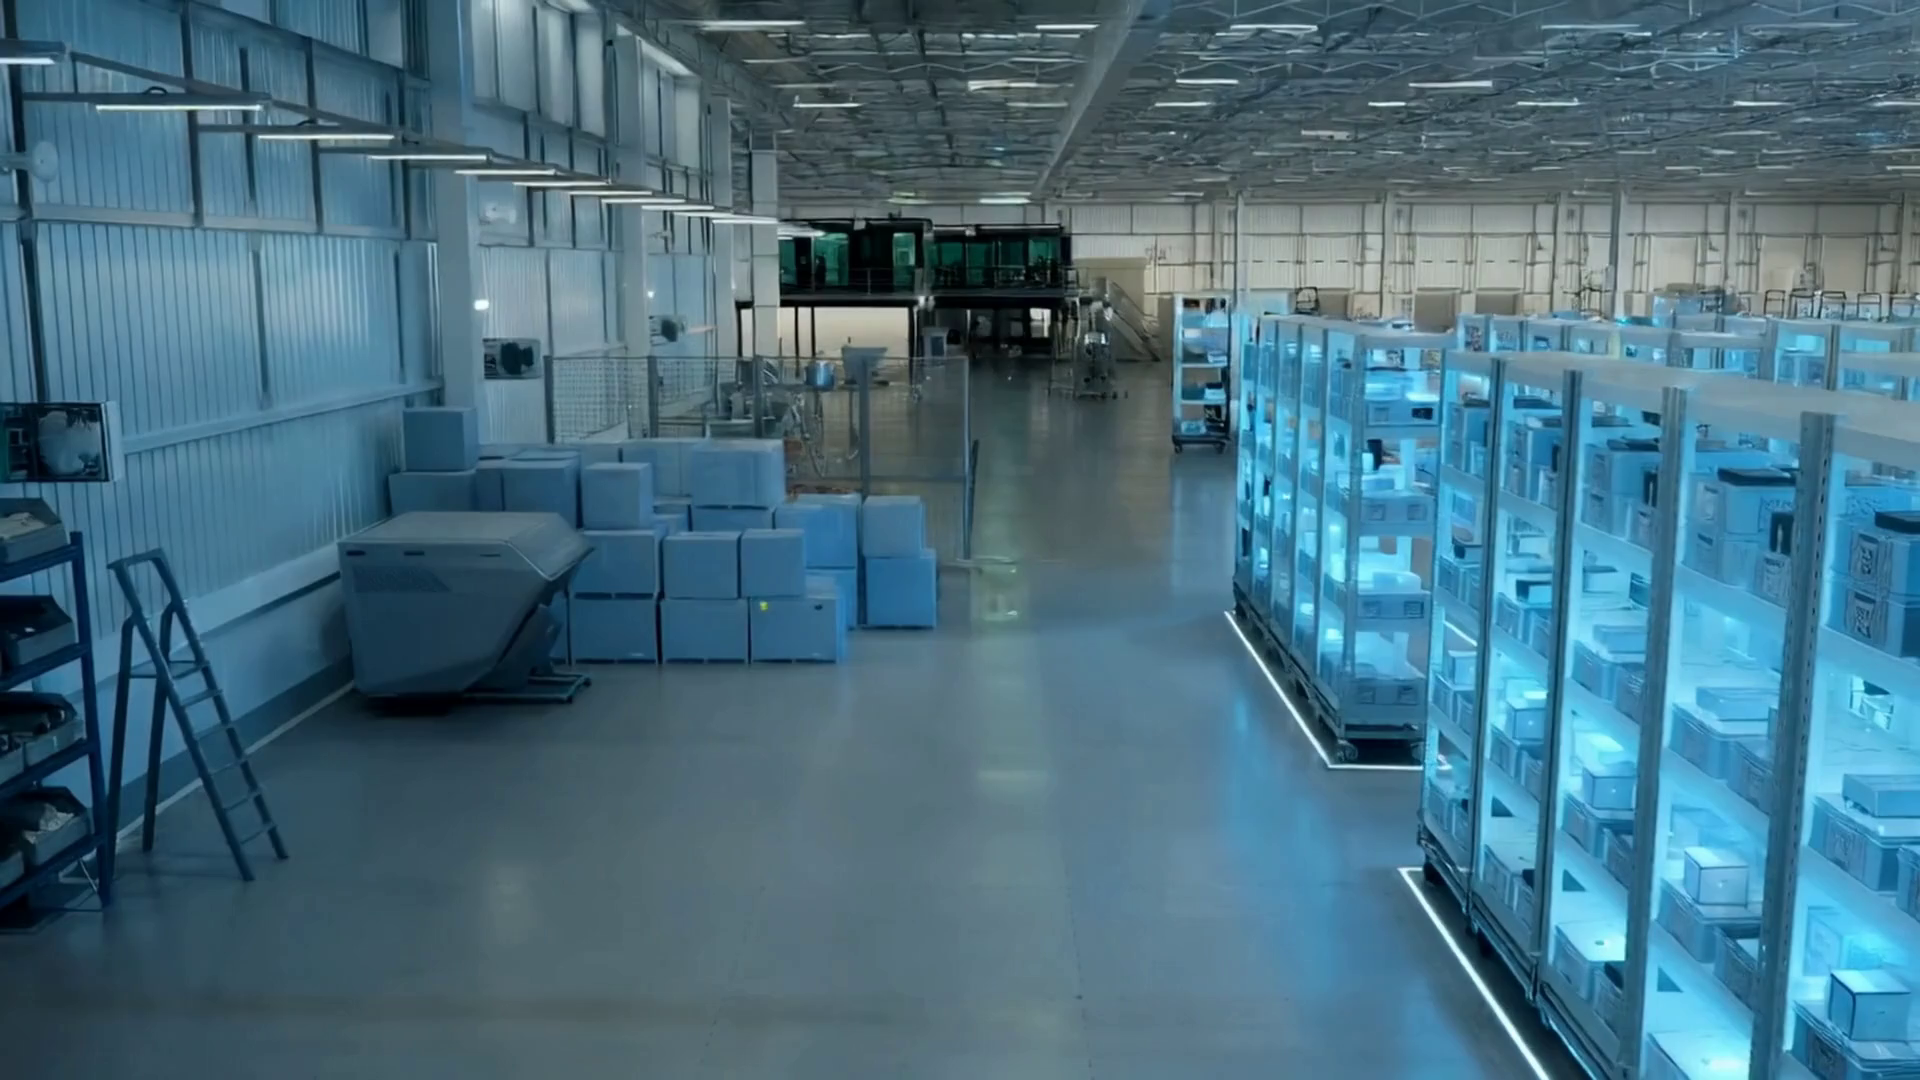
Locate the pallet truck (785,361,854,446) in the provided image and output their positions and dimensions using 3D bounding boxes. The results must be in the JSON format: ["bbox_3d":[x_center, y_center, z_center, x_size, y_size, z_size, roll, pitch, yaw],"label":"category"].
[{"bbox_3d":[-3.410,-3.193,38.978,1.885,1.965,0.823,0,9,-1],"label":"pallet truck"}]

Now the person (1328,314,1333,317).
[{"bbox_3d":[19.498,-11.015,87.707,0.429,1.845,0.627,4,10,21],"label":"person"}]

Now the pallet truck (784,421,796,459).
[{"bbox_3d":[-4.013,-1.793,32.705,1.601,1.201,0.680,0,9,1],"label":"pallet truck"}]

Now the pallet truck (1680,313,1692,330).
[{"bbox_3d":[36.315,-10.531,84.244,0.823,1.965,1.885,-6,11,-33],"label":"pallet truck"}]

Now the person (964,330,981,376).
[{"bbox_3d":[0.508,-7.277,64.715,0.790,1.828,0.517,-6,11,-31],"label":"person"}]

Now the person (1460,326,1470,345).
[{"bbox_3d":[24.596,-9.984,81.212,0.584,1.882,0.337,6,11,35],"label":"person"}]

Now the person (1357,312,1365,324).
[{"bbox_3d":[22.238,-11.736,92.176,0.429,1.838,0.621,8,12,39],"label":"person"}]

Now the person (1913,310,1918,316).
[{"bbox_3d":[52.644,-11.724,91.774,0.350,1.942,0.547,-3,10,-20],"label":"person"}]

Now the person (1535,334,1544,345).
[{"bbox_3d":[21.920,-7.031,63.100,1.053,1.871,0.604,1,9,7],"label":"person"}]

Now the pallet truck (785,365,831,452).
[{"bbox_3d":[-3.774,-2.976,37.635,1.885,1.965,0.823,1,9,5],"label":"pallet truck"}]

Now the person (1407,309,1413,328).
[{"bbox_3d":[25.588,-12.172,94.618,0.396,1.919,0.588,5,11,29],"label":"person"}]

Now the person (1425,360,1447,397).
[{"bbox_3d":[10.981,-3.158,38.640,0.606,2.038,0.382,0,9,1],"label":"person"}]

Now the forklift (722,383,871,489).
[{"bbox_3d":[-2.893,-1.687,28.729,2.680,1.987,1.157,0,9,-1],"label":"forklift"}]

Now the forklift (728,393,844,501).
[{"bbox_3d":[-2.979,-1.316,26.476,2.680,1.987,1.157,0,9,1],"label":"forklift"}]

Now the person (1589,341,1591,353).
[{"bbox_3d":[24.524,-7.222,64.312,0.796,1.845,0.527,1,9,5],"label":"person"}]

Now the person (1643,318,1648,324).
[{"bbox_3d":[33.310,-9.868,80.665,0.492,1.824,0.560,2,9,14],"label":"person"}]

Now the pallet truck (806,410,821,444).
[{"bbox_3d":[-3.559,-2.018,33.905,1.522,1.261,0.704,0,9,-1],"label":"pallet truck"}]

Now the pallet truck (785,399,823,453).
[{"bbox_3d":[-3.814,-2.432,36.419,1.630,1.274,0.653,0,9,1],"label":"pallet truck"}]

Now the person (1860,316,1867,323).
[{"bbox_3d":[44.092,-10.039,81.508,0.595,1.908,0.735,-8,12,-40],"label":"person"}]
